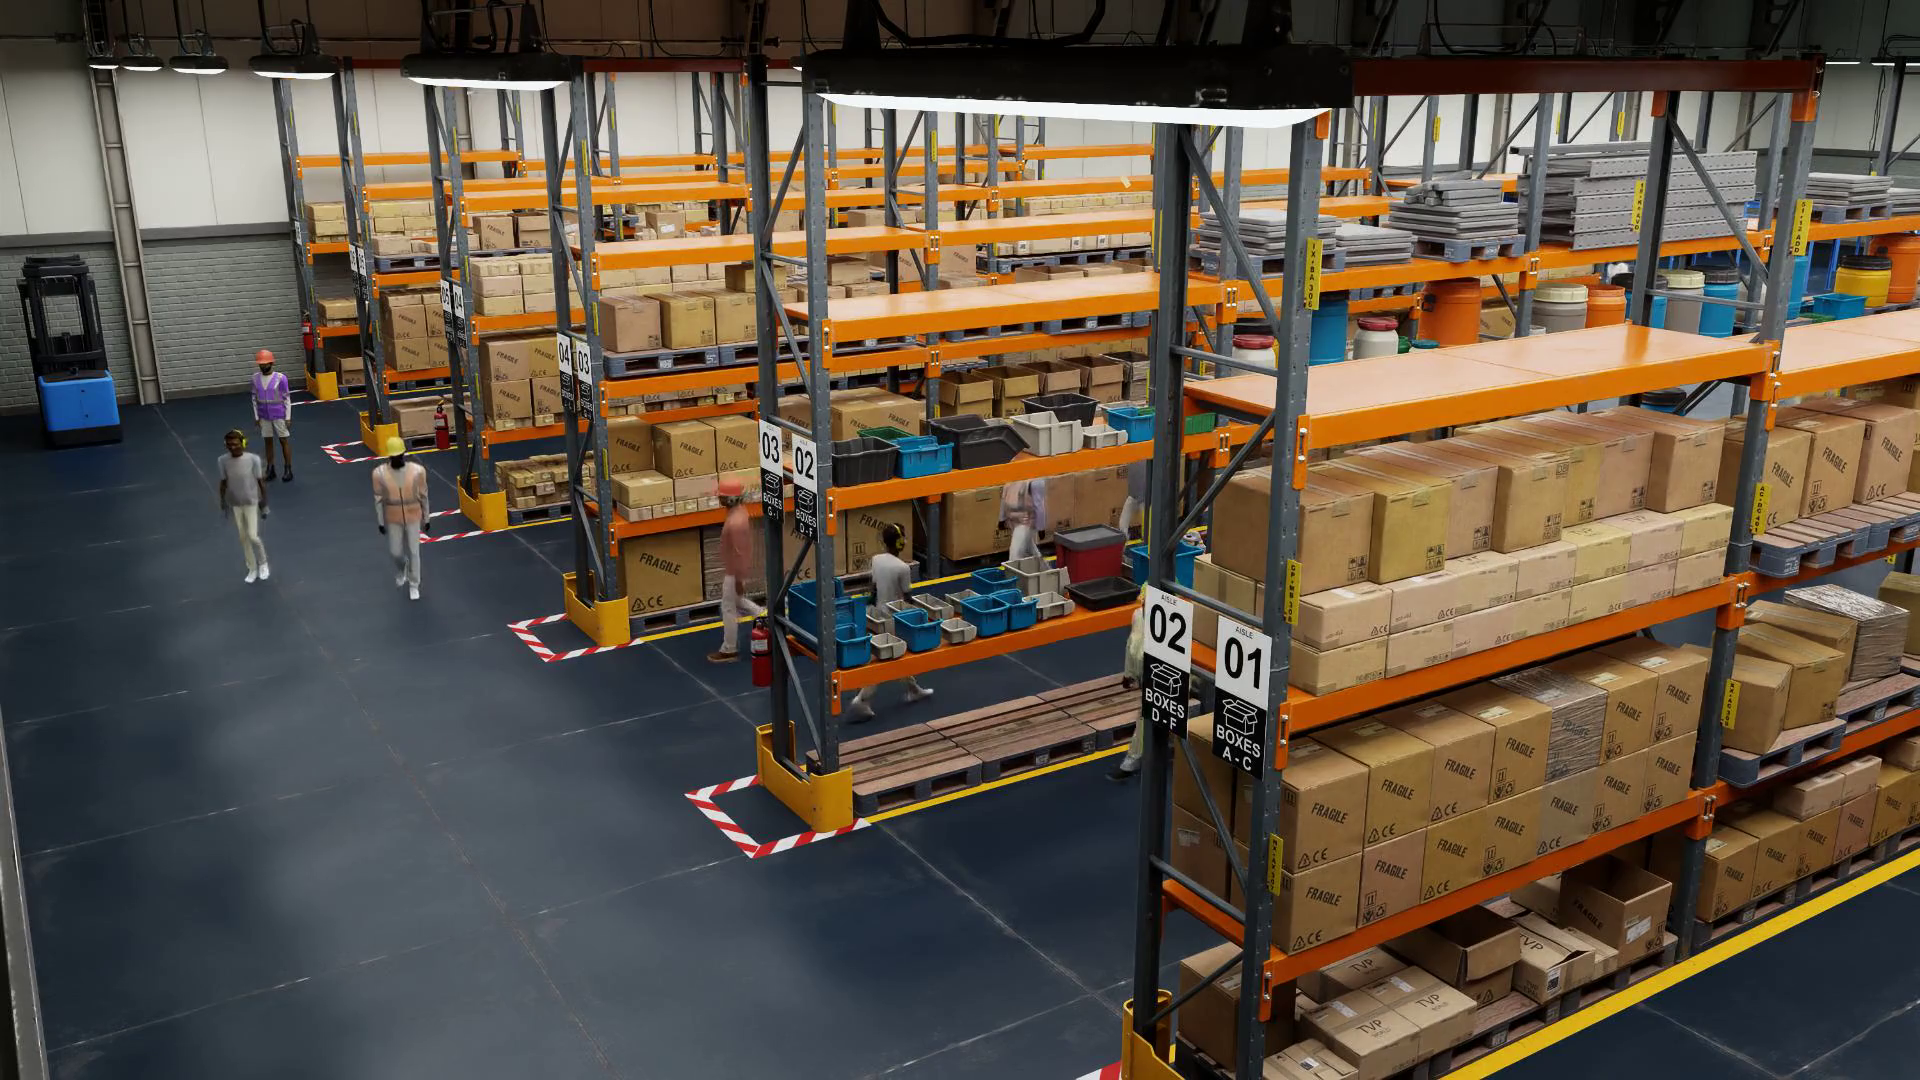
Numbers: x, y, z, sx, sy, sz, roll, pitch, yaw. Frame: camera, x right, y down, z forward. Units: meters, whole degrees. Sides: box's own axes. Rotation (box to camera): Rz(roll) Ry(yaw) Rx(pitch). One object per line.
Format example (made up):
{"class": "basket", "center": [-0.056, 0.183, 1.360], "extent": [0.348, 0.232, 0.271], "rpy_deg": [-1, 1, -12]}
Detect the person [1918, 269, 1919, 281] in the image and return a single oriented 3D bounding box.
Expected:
{"class": "person", "center": [19.416, -4.599, 32.269], "extent": [0.639, 1.897, 0.941], "rpy_deg": [15, 22, 40]}

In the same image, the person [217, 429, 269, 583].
{"class": "person", "center": [-8.454, -0.397, 18.590], "extent": [0.511, 1.854, 0.416], "rpy_deg": [0, 17, 0]}

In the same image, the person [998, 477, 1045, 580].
{"class": "person", "center": [0.724, -0.227, 18.129], "extent": [0.972, 1.796, 0.648], "rpy_deg": [-9, 19, -28]}

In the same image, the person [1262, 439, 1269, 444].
{"class": "person", "center": [4.697, -2.248, 24.662], "extent": [0.665, 1.848, 1.005], "rpy_deg": [7, 18, 21]}

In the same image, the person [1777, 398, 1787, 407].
{"class": "person", "center": [14.579, -3.084, 27.342], "extent": [1.042, 1.879, 0.648], "rpy_deg": [13, 21, 37]}

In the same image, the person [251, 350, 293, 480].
{"class": "person", "center": [-10.079, -1.828, 23.118], "extent": [0.542, 1.942, 0.361], "rpy_deg": [0, 17, 0]}

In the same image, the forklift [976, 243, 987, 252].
{"class": "forklift", "center": [0.988, -5.474, 34.718], "extent": [1.214, 2.155, 2.313], "rpy_deg": [-10, 20, -31]}

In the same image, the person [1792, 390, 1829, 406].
{"class": "person", "center": [12.668, -1.899, 23.416], "extent": [0.547, 1.911, 0.830], "rpy_deg": [-8, 19, -24]}

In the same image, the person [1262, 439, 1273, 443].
{"class": "person", "center": [4.713, -2.116, 24.158], "extent": [0.764, 1.888, 0.617], "rpy_deg": [-10, 20, -31]}

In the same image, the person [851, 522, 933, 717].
{"class": "person", "center": [-0.657, 0.740, 14.895], "extent": [0.937, 1.836, 0.534], "rpy_deg": [-12, 21, -35]}

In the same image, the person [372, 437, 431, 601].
{"class": "person", "center": [-6.378, -0.276, 18.089], "extent": [0.586, 1.912, 0.519], "rpy_deg": [-6, 18, -18]}

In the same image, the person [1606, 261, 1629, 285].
{"class": "person", "center": [14.563, -5.467, 34.929], "extent": [0.718, 2.015, 0.646], "rpy_deg": [-6, 18, -20]}

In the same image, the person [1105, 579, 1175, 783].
{"class": "person", "center": [1.659, 1.164, 13.577], "extent": [0.955, 1.786, 0.607], "rpy_deg": [-10, 20, -30]}

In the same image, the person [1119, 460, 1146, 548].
{"class": "person", "center": [2.094, -0.481, 19.264], "extent": [0.769, 1.599, 0.510], "rpy_deg": [-8, 19, -24]}

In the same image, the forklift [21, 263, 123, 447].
{"class": "forklift", "center": [-14.518, -3.079, 25.708], "extent": [1.129, 2.768, 1.873], "rpy_deg": [-10, 20, -31]}

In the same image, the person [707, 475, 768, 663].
{"class": "person", "center": [-2.224, 0.286, 16.125], "extent": [0.741, 1.978, 0.626], "rpy_deg": [-1, 17, -2]}
